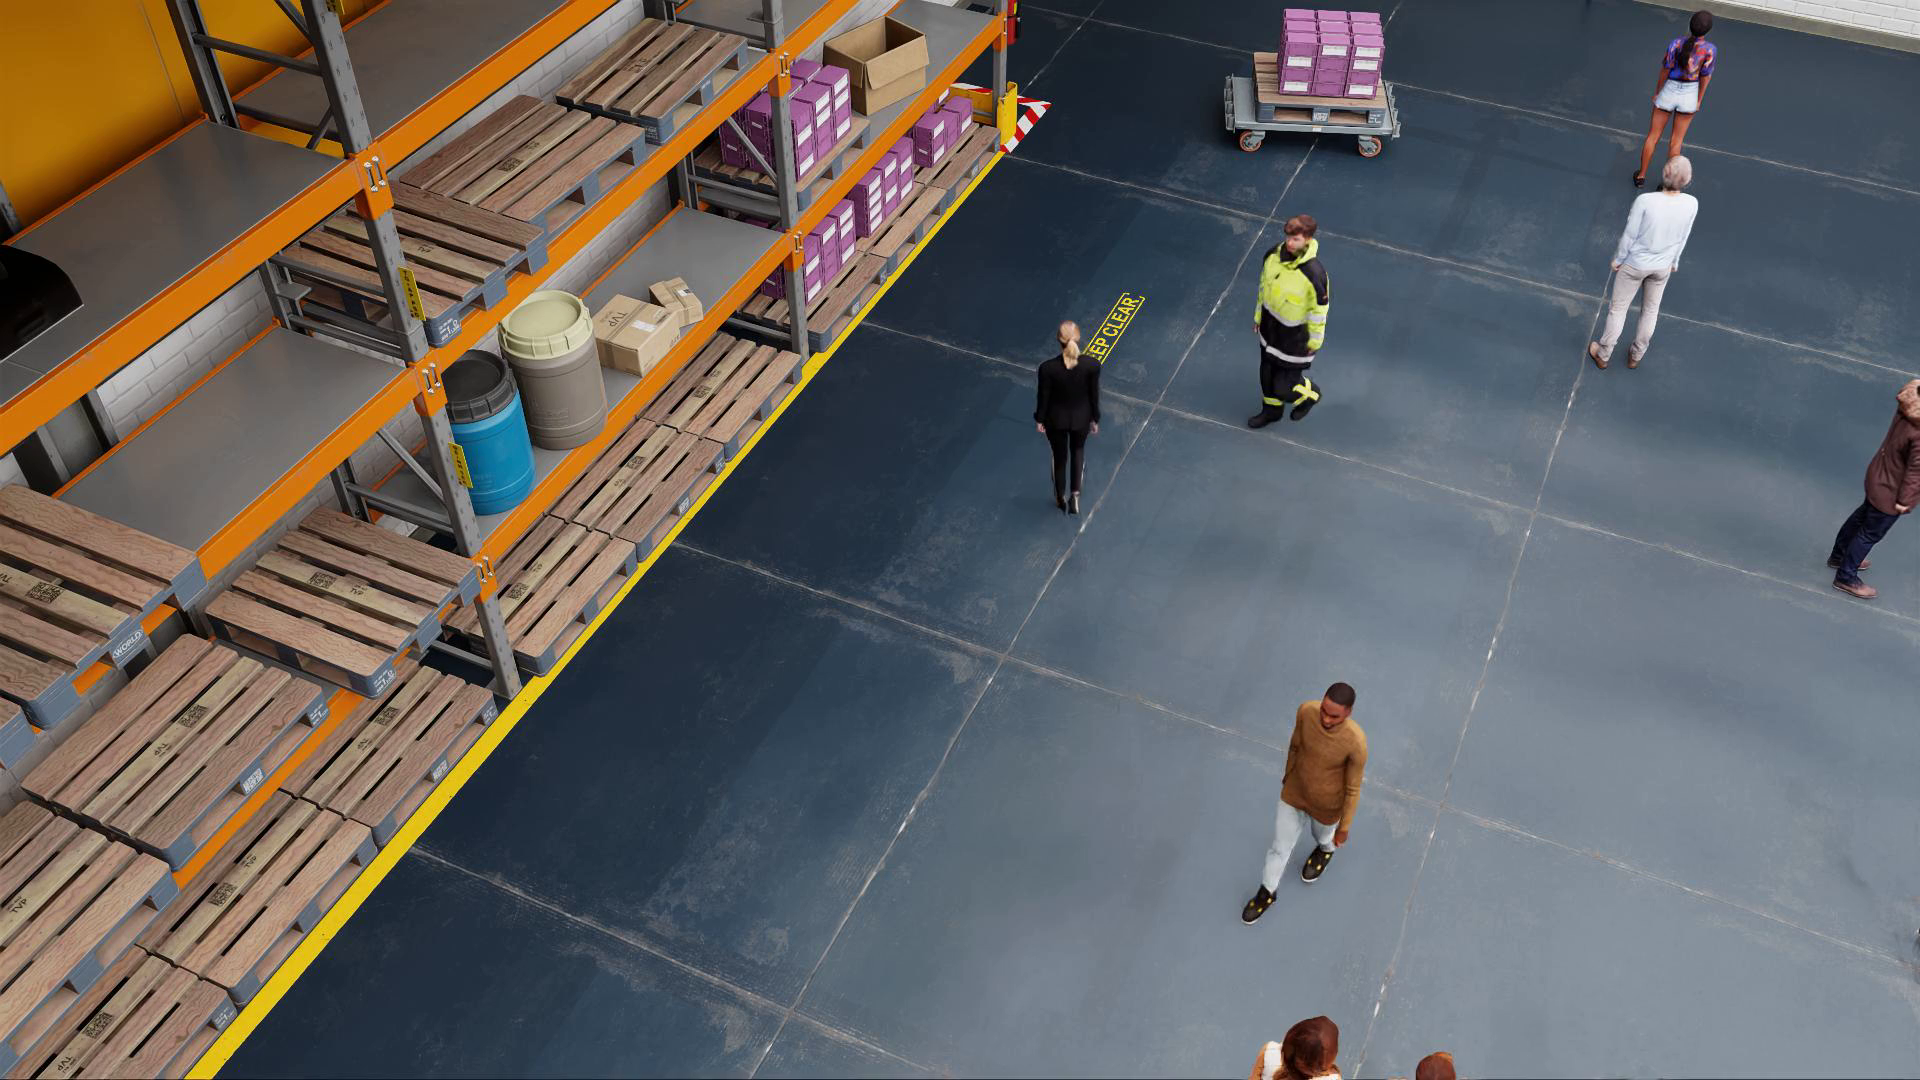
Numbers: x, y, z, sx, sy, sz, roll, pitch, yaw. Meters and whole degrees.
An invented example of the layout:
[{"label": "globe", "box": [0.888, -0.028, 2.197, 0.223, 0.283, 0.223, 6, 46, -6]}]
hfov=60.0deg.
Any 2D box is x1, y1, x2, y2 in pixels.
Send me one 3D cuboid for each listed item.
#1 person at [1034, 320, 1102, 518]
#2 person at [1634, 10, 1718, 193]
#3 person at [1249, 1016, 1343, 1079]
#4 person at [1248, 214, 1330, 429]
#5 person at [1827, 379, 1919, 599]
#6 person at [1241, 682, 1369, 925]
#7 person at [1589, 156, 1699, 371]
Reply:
[{"label": "person", "box": [0.778, -0.783, 11.798, 0.769, 1.697, 0.811, -3, 44, -3]}, {"label": "person", "box": [6.527, -4.006, 15.148, 0.583, 1.743, 0.499, 18, 47, 18]}, {"label": "person", "box": [1.512, 2.861, 7.919, 0.663, 1.771, 0.812, 23, 48, 22]}, {"label": "person", "box": [2.554, -1.641, 12.507, 1.016, 1.961, 0.961, -22, 48, -21]}, {"label": "person", "box": [6.361, -0.418, 11.306, 0.842, 1.847, 0.639, 12, 45, 12]}, {"label": "person", "box": [2.075, 1.408, 9.431, 0.850, 1.790, 1.094, 32, 52, 29]}, {"label": "person", "box": [5.420, -2.171, 13.112, 0.730, 1.894, 0.698, 4, 44, 4]}]
